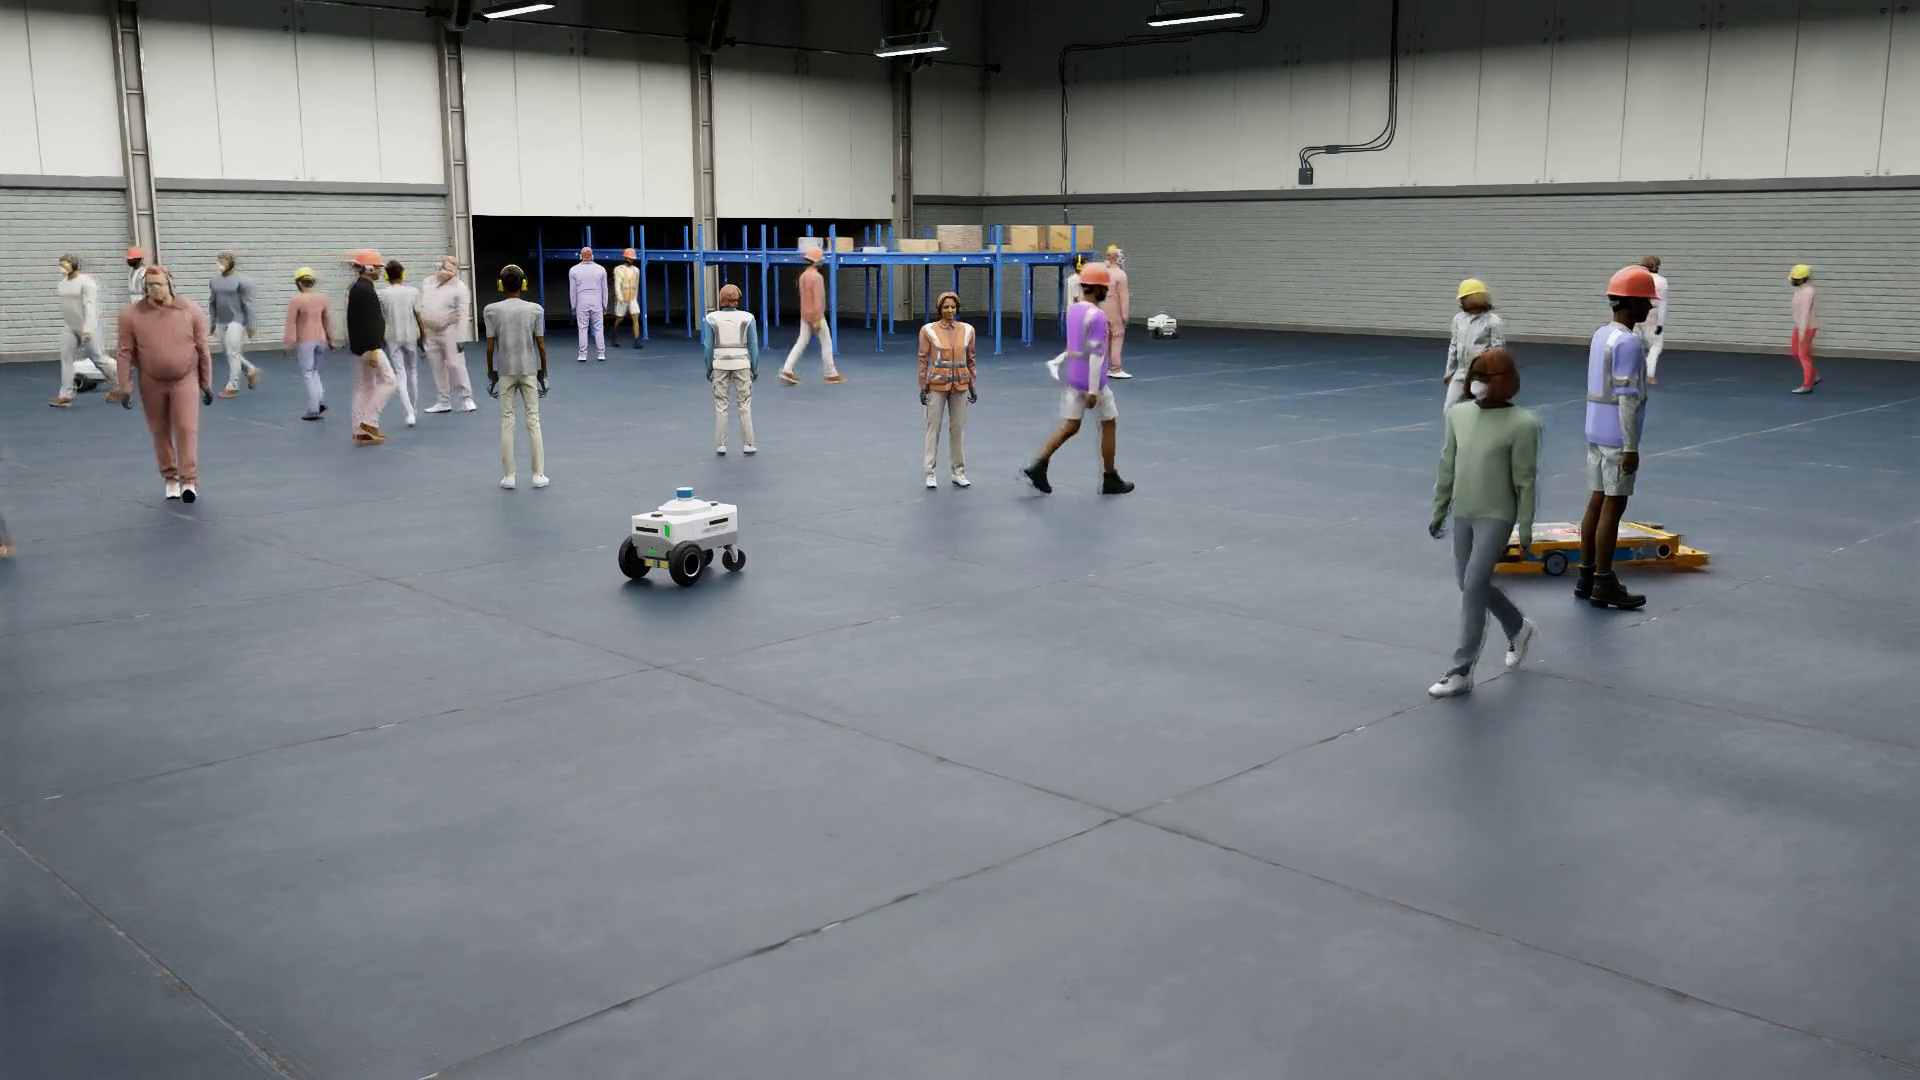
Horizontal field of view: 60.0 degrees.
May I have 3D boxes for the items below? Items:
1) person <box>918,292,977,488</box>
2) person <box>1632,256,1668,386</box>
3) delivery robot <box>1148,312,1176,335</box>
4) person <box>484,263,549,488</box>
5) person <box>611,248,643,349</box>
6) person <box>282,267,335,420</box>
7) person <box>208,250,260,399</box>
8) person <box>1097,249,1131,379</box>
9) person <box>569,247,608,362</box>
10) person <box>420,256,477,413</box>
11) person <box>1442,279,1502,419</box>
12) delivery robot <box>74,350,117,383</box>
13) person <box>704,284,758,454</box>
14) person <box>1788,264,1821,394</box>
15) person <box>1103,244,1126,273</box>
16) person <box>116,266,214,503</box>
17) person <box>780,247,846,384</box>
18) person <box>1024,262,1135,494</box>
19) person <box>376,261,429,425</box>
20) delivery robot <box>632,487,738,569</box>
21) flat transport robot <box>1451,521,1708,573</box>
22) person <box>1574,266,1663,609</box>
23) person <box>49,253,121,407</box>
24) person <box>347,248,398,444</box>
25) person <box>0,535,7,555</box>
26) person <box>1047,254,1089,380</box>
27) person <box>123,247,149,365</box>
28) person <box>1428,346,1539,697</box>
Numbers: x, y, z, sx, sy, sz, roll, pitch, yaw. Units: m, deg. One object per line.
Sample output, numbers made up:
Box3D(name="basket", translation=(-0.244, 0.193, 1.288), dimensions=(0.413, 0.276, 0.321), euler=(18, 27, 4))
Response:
Box3D(name="person", translation=(-0.105, -1.263, 14.011), dimensions=(0.523, 1.639, 0.309), euler=(-4, 11, -20))
Box3D(name="person", translation=(9.553, -3.039, 23.199), dimensions=(0.462, 1.827, 0.645), euler=(-9, 14, -41))
Box3D(name="delivery robot", translation=(4.168, -4.467, 34.304), dimensions=(0.477, 0.478, 0.707), euler=(-4, 11, -21))
Box3D(name="person", translation=(-3.724, -1.378, 13.994), dimensions=(0.515, 1.876, 0.328), euler=(-3, 11, -14))
Box3D(name="person", translation=(-6.327, -4.584, 31.470), dimensions=(0.544, 1.893, 0.982), euler=(-7, 12, -33))
Box3D(name="person", translation=(-7.508, -2.262, 19.158), dimensions=(0.428, 1.739, 0.630), euler=(6, 12, 29))
Box3D(name="person", translation=(-9.568, -2.857, 21.939), dimensions=(0.639, 1.924, 0.743), euler=(4, 11, 21))
Box3D(name="person", translation=(2.311, -3.364, 24.747), dimensions=(0.403, 1.904, 0.651), euler=(-7, 12, -32))
Box3D(name="person", translation=(-6.259, -3.971, 28.047), dimensions=(0.641, 1.908, 0.408), euler=(-4, 11, -20))
Box3D(name="person", translation=(-6.149, -2.445, 19.877), dimensions=(0.730, 1.868, 0.427), euler=(5, 11, 24))
Box3D(name="person", translation=(4.606, -1.466, 14.895), dimensions=(0.414, 1.713, 0.597), euler=(-9, 14, -41))
Box3D(name="delivery robot", translation=(-11.785, -2.355, 22.783), dimensions=(0.707, 0.478, 0.477), euler=(-2, 11, -10))
Box3D(name="person", translation=(-2.210, -1.646, 16.098), dimensions=(0.517, 1.639, 0.314), euler=(0, 10, -2))
Box3D(name="person", translation=(11.278, -2.819, 22.255), dimensions=(0.551, 1.719, 0.563), euler=(2, 11, 13))
Box3D(name="person", translation=(3.273, -5.385, 35.732), dimensions=(0.606, 1.911, 0.636), euler=(-4, 11, -19))
Box3D(name="person", translation=(-6.274, -1.215, 13.129), dimensions=(0.670, 1.859, 0.960), euler=(-4, 11, -20))
Box3D(name="person", translation=(-2.143, -3.195, 23.703), dimensions=(1.003, 1.954, 0.628), euler=(-7, 13, -34))
Box3D(name="person", translation=(0.985, -1.313, 13.580), dimensions=(0.913, 1.906, 0.546), euler=(-6, 12, -28))
Box3D(name="person", translation=(-6.297, -2.221, 18.762), dimensions=(0.531, 1.810, 0.992), euler=(-5, 11, -24))
Box3D(name="delivery robot", translation=(-1.716, -0.085, 10.409), dimensions=(0.477, 0.478, 0.707), euler=(6, 12, 32))
Box3D(name="flat transport robot", translation=(4.003, 0.036, 10.777), dimensions=(1.431, 0.197, 0.652), euler=(-2, 11, -9))
Box3D(name="person", translation=(3.789, -0.593, 9.548), dimensions=(0.362, 1.934, 0.551), euler=(0, 10, 3))
Box3D(name="person", translation=(-10.972, -2.640, 20.829), dimensions=(0.634, 1.904, 0.989), euler=(4, 11, 22))
Box3D(name="person", translation=(-5.983, -1.957, 16.875), dimensions=(0.460, 1.971, 0.643), euler=(-6, 12, -30))
Box3D(name="person", translation=(-6.679, -0.775, 10.555), dimensions=(1.037, 1.937, 0.642), euler=(-7, 12, -32))
Box3D(name="person", translation=(1.620, -3.156, 23.770), dimensions=(0.636, 1.853, 0.520), euler=(0, 10, -1))
Box3D(name="person", translation=(-13.383, -3.821, 27.179), dimensions=(0.575, 1.923, 0.475), euler=(9, 14, 41))
Box3D(name="person", translation=(2.495, -0.110, 7.814), dimensions=(0.744, 1.612, 0.503), euler=(-6, 12, -30))
